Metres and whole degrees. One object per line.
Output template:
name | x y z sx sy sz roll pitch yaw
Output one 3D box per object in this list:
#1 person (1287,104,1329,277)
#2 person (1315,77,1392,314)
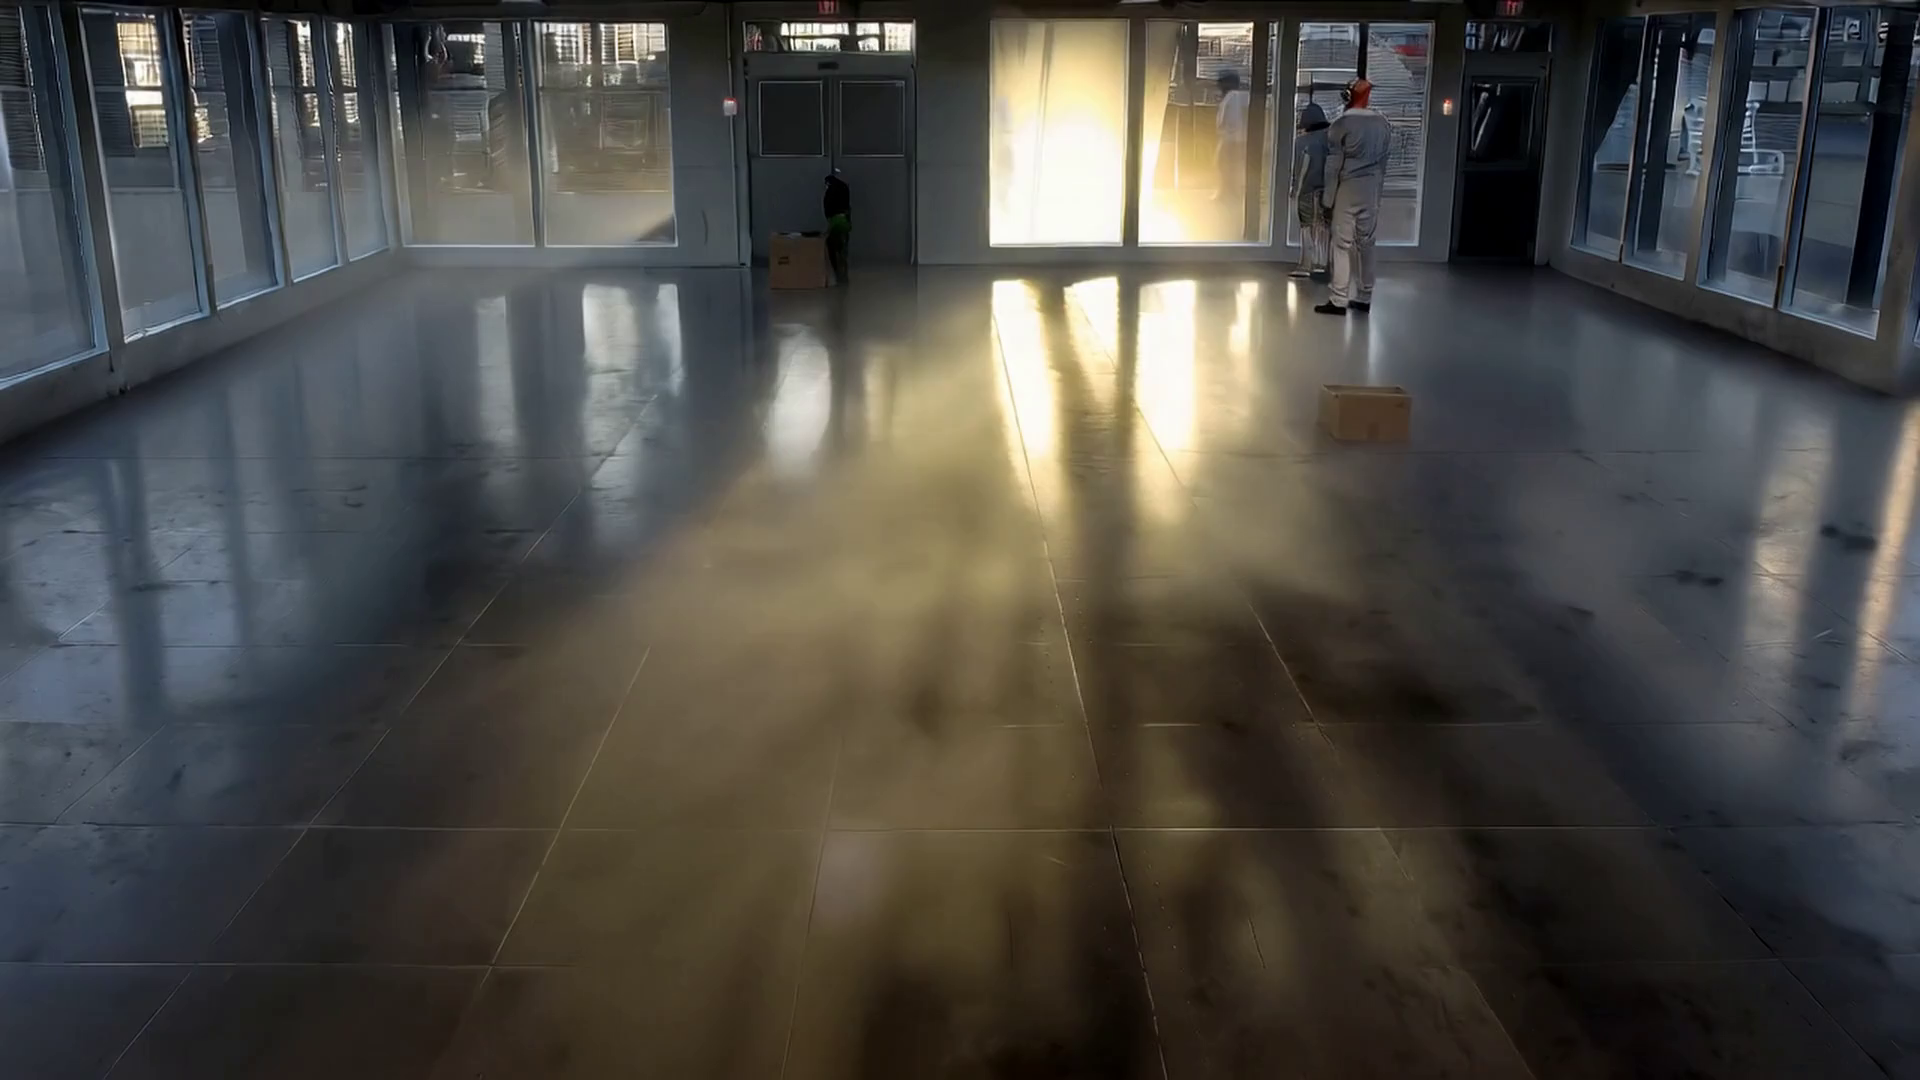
person | 3.372 -3.342 15.952 0.497 1.633 0.279 -9 19 -28
person | 3.212 -2.821 13.702 0.637 1.911 0.403 -9 19 -29
